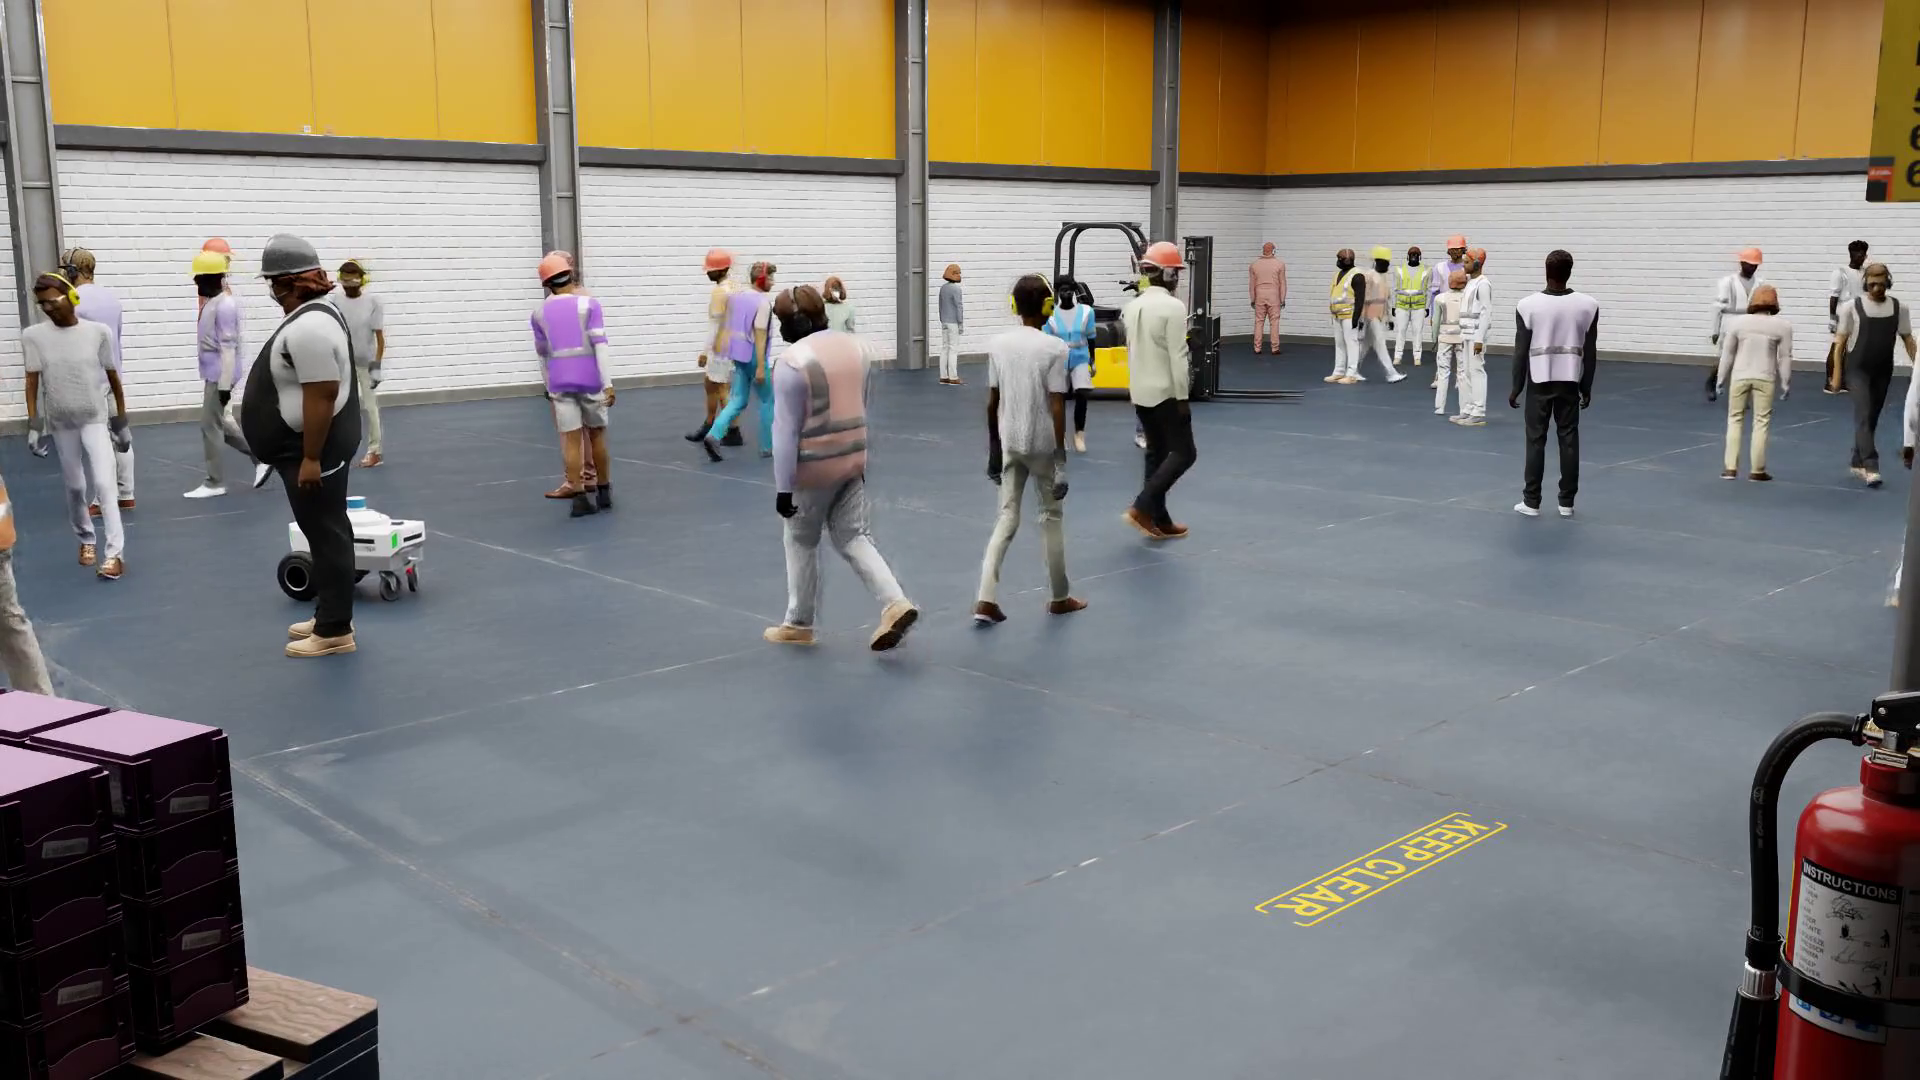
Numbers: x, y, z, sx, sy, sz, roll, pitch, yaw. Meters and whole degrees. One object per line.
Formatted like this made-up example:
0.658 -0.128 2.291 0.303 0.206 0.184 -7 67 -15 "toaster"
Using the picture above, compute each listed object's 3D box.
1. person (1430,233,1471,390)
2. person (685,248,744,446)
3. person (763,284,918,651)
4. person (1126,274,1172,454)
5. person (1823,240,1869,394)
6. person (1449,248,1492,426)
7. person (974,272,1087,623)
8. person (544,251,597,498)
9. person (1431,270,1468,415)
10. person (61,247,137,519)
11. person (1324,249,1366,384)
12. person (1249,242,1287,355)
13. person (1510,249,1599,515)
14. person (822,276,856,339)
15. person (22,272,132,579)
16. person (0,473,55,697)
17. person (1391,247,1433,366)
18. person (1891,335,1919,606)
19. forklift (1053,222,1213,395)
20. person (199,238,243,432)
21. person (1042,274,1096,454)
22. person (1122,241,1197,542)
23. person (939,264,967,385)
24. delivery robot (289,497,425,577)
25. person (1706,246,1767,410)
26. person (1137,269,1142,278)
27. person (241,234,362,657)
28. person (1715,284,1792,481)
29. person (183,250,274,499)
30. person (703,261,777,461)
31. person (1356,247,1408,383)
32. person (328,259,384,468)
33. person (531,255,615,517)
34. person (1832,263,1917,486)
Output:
6.482 -2.987 21.827 0.615 2.040 0.392 5 12 26 "person"
-2.414 -1.842 15.966 0.732 1.899 0.570 1 10 8 "person"
-0.615 -0.323 8.002 0.829 1.802 0.655 7 13 35 "person"
1.815 -1.660 15.538 0.546 1.695 0.926 -1 10 -7 "person"
11.396 -2.853 21.308 0.613 1.962 0.367 -3 11 -18 "person"
5.487 -2.161 17.756 0.346 1.882 0.578 1 10 3 "person"
0.350 -0.474 8.717 0.573 1.864 0.701 7 13 35 "person"
-3.048 -1.272 12.860 0.399 1.903 0.643 2 11 12 "person"
5.558 -2.209 18.693 0.525 1.636 0.307 3 11 15 "person"
-6.211 -1.121 11.935 0.355 1.937 0.634 0 10 2 "person"
5.280 -3.061 22.791 0.430 1.841 0.623 -4 11 -19 "person"
5.247 -4.107 28.308 0.643 1.908 0.411 5 11 25 "person"
4.281 -1.126 12.015 0.588 1.920 0.392 1 10 4 "person"
-1.326 -1.938 17.306 0.503 1.620 0.648 -2 11 -11 "person"
-5.276 -0.691 9.956 0.504 1.813 0.918 -3 11 -16 "person"
-3.996 0.037 6.540 0.767 1.607 0.521 -5 12 -27 "person"
7.032 -3.640 25.930 0.627 1.847 0.429 3 11 18 "person"
5.546 -0.548 9.099 0.982 1.828 0.592 -3 11 -15 "person"
1.935 -2.847 20.651 2.313 2.155 1.214 2 11 13 "forklift"
-7.337 -1.994 16.538 0.379 1.996 0.609 -8 13 -39 "person"
0.986 -1.609 15.310 0.546 1.664 0.537 0 10 0 "person"
1.318 -0.953 10.899 0.561 1.980 0.661 -5 11 -25 "person"
-0.109 -2.923 22.595 0.266 1.631 0.507 -6 12 -32 "person"
-3.381 0.000 9.343 0.707 0.478 0.477 2 11 14 "delivery robot"
9.065 -2.476 19.429 0.549 1.911 0.688 -1 10 -4 "person"
2.537 -2.812 21.794 0.914 1.709 0.542 4 11 21 "person"
-3.183 -0.460 8.054 0.537 2.000 0.675 -3 11 -16 "person"
6.553 -1.293 13.754 0.547 1.619 0.334 6 12 29 "person"
-5.728 -1.287 12.914 0.695 1.908 0.635 -6 12 -30 "person"
-1.937 -1.599 14.943 0.869 1.801 0.597 -7 13 -35 "person"
5.766 -3.096 22.931 1.027 1.865 0.596 9 13 39 "person"
-5.203 -1.473 14.198 0.584 1.809 0.956 0 10 1 "person"
-2.796 -1.132 12.170 0.629 1.875 0.761 0 10 1 "person"
7.471 -1.334 13.502 0.647 1.788 0.901 0 10 3 "person"
